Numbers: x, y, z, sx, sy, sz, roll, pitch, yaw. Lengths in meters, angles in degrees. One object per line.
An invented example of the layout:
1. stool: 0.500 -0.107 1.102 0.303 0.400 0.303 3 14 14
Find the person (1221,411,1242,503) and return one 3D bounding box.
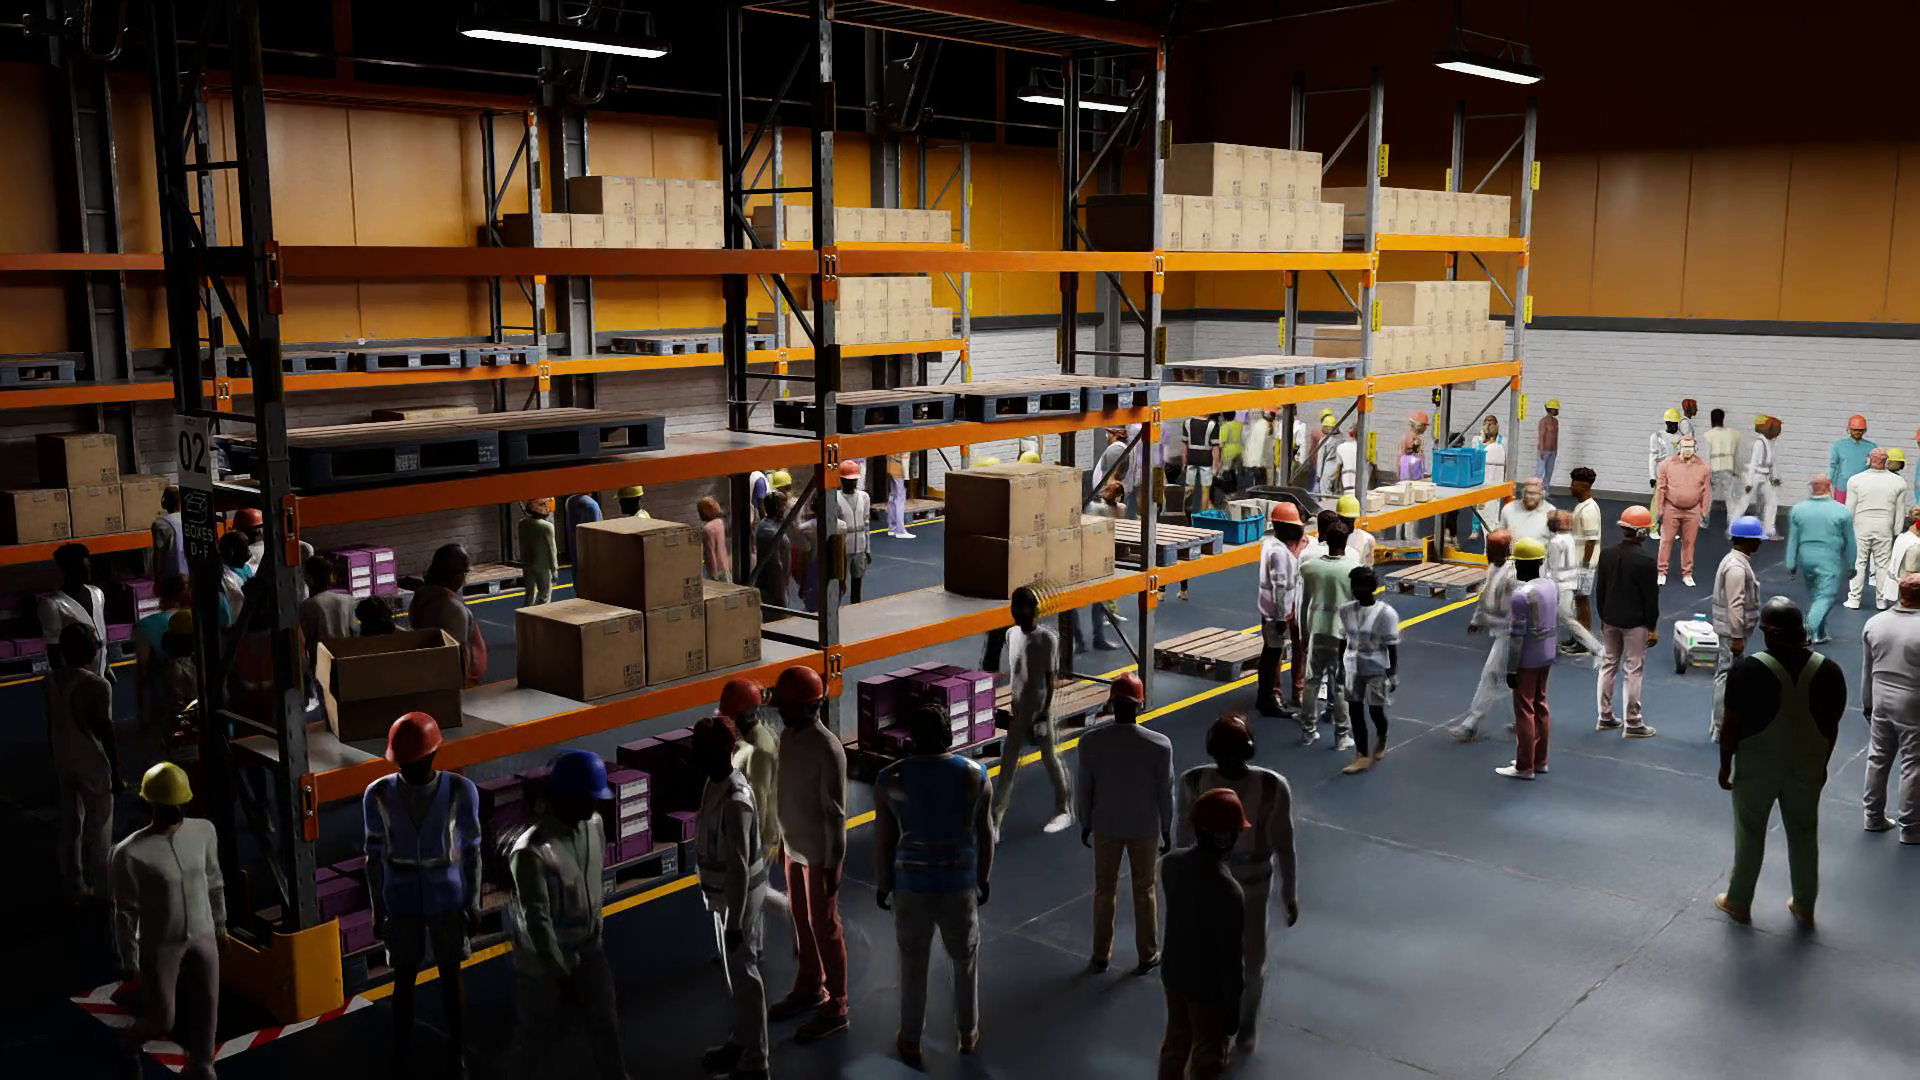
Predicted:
1. person: 4.573 -1.464 28.085 0.374 1.692 0.566 9 13 43

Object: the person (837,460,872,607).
1. person: -1.194 0.096 18.018 0.551 1.936 0.356 -6 11 -33

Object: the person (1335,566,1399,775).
1. person: 3.273 1.035 13.247 0.588 1.661 0.550 9 13 44

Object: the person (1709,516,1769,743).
1. person: 6.556 0.755 14.052 0.390 1.946 0.614 4 10 22

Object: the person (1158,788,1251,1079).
1. person: 1.116 1.960 7.482 0.363 1.743 0.558 -5 11 -26

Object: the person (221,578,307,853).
1. person: -4.845 1.194 11.545 0.613 1.915 0.994 -4 10 -20

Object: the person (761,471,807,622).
1. person: -1.993 0.082 18.727 0.785 1.724 0.538 -3 10 -20

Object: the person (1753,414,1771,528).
1. person: 12.260 -1.054 25.484 0.319 1.739 0.485 7 12 38

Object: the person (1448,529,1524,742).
1. person: 4.580 0.797 14.163 0.860 1.837 0.763 1 10 3

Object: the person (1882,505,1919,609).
1. person: 8.795 0.576 15.462 0.394 1.836 0.561 4 10 22

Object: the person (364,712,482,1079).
1. person: -2.601 1.763 8.095 0.547 1.929 0.385 -2 10 -10

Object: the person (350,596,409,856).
1. person: -3.937 1.266 11.482 0.643 1.789 0.929 6 11 34

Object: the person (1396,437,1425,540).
1. person: 6.266 -0.620 23.177 0.314 1.641 0.515 -2 10 -14

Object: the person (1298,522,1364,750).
1. person: 3.109 0.800 13.919 0.590 1.909 0.397 6 11 31

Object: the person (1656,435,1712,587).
1. person: 9.063 -0.364 20.856 0.643 1.910 0.400 2 10 13

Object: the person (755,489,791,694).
1. person: -1.745 0.483 15.707 0.373 1.940 0.627 -2 10 -12

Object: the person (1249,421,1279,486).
1. person: 4.757 -1.094 26.050 0.503 1.627 0.282 -1 10 -8

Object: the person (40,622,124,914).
1. person: -5.460 1.424 10.398 0.504 1.838 0.351 3 10 17

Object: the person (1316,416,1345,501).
1. person: 5.609 -1.018 25.268 0.485 1.737 0.320 -5 11 -29

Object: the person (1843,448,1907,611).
1. person: 10.652 -0.125 19.434 0.651 1.906 0.403 2 10 14

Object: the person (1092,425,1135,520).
1. person: 2.027 -0.647 22.149 0.538 2.000 0.684 4 10 23

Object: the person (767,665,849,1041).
1. person: -0.810 1.624 8.766 0.409 1.986 0.621 -6 11 -31

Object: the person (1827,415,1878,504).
1. person: 12.166 -0.716 22.693 0.622 1.992 0.395 2 10 13

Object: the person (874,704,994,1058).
1. person: -0.135 1.739 8.515 0.619 1.839 0.430 -1 10 -7

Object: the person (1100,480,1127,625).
1. person: 1.702 0.132 18.711 0.498 1.633 0.286 -9 13 -42

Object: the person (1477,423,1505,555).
1. person: 7.033 -0.589 22.101 0.359 1.938 0.632 6 11 33

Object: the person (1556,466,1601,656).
1. person: 6.424 0.215 17.222 0.361 1.964 0.617 2 10 14

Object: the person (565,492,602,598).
1. person: -3.803 0.203 17.066 0.375 2.044 0.604 -8 12 -39

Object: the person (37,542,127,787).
1. person: -6.657 0.988 12.609 0.367 1.966 0.606 2 10 10

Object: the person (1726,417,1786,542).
1. person: 11.650 -0.868 24.126 0.591 1.824 0.898 -9 13 -42

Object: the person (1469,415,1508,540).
1. person: 7.709 -0.909 24.290 0.516 1.844 0.332 4 10 21

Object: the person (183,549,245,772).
1. person: -5.740 0.978 12.908 0.589 1.880 0.875 8 12 39

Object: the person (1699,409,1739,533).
1. person: 11.466 -1.046 25.086 0.628 1.861 1.059 0 10 -1

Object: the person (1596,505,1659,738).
1. person: 5.740 0.693 14.278 0.380 1.996 0.608 -5 11 -26

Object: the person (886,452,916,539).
1. person: -0.888 -0.984 24.499 0.383 1.928 0.588 -4 10 -25

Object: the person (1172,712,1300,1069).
1. person: 1.376 1.757 8.331 0.650 1.863 0.414 3 10 17

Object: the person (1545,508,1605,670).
1. person: 6.109 0.487 16.674 0.763 1.608 0.543 6 11 32

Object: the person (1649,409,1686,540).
1. person: 10.380 -0.964 24.377 0.588 1.927 0.370 -2 10 -13

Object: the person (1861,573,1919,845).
1. person: 6.657 1.176 11.702 0.400 1.902 0.647 -4 10 -23

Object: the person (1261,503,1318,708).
1. person: 2.991 0.603 15.093 0.591 1.909 0.409 -3 10 -17
